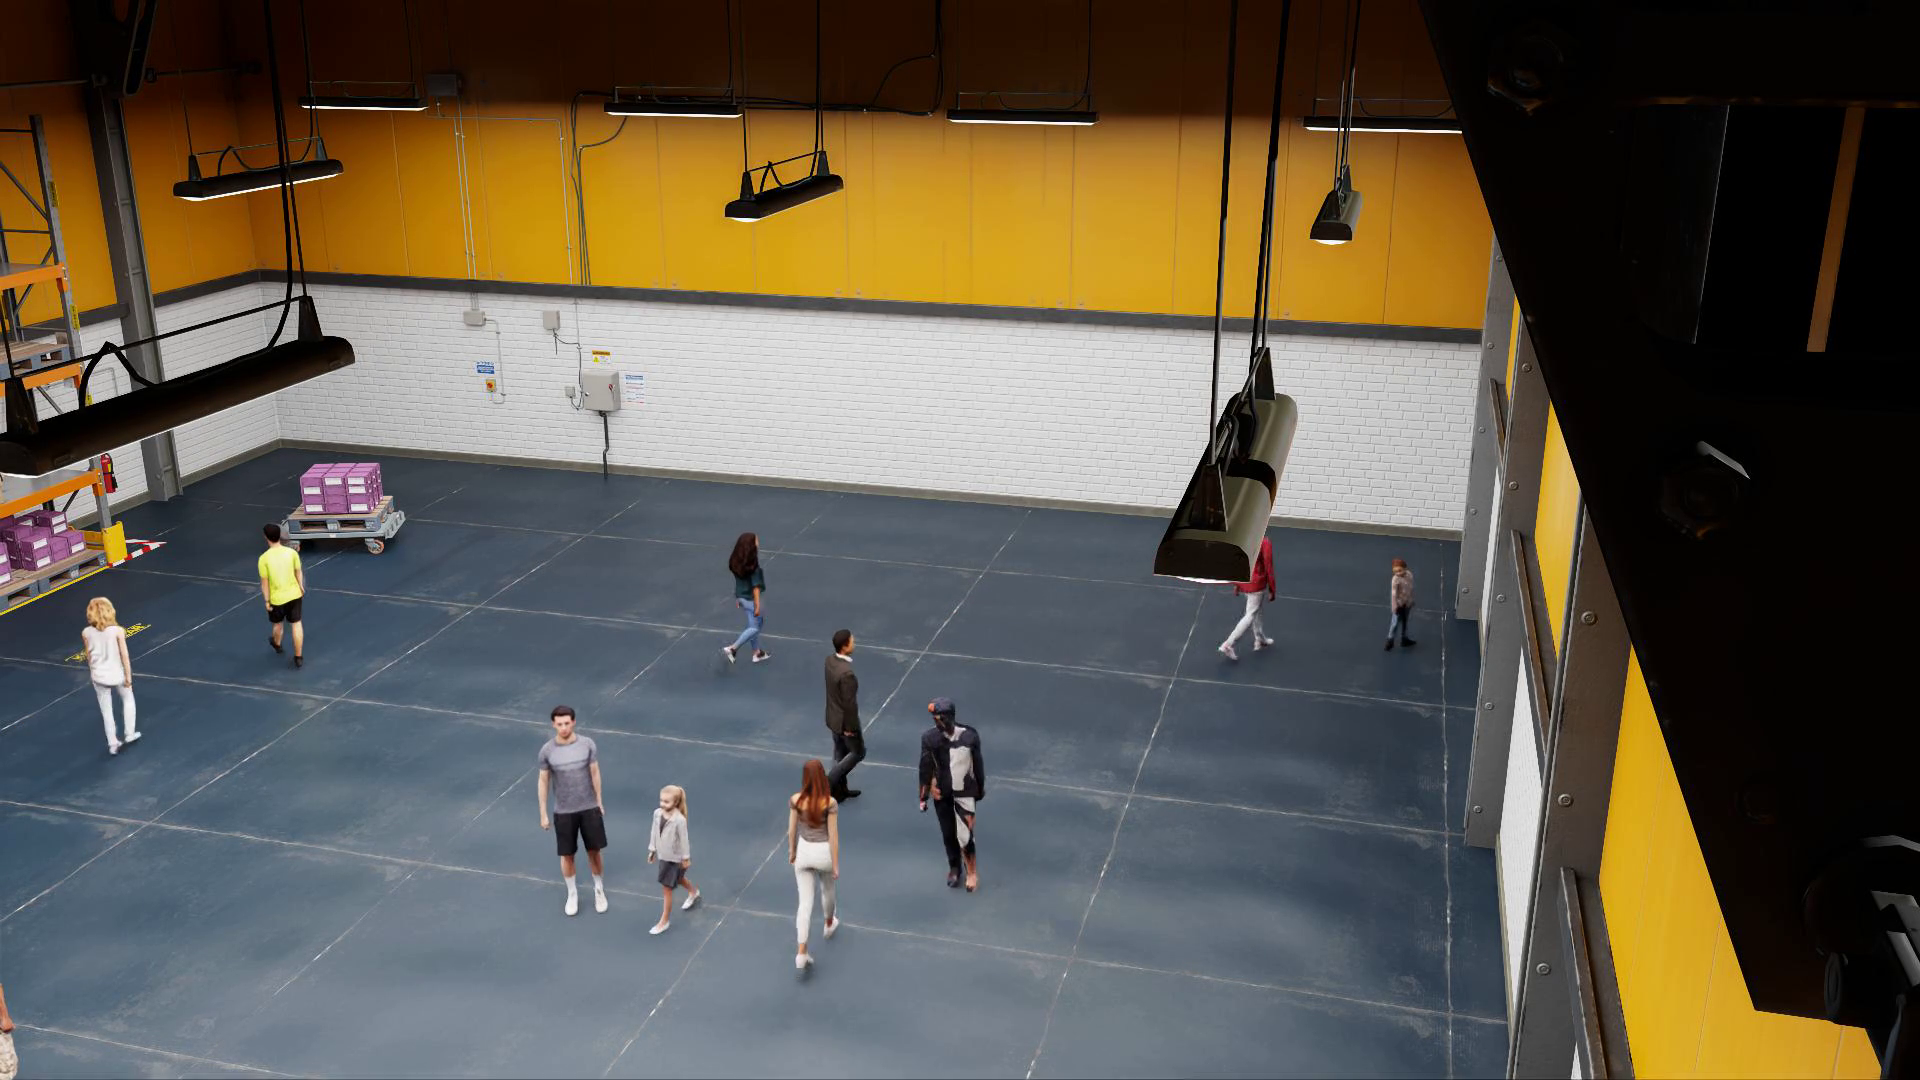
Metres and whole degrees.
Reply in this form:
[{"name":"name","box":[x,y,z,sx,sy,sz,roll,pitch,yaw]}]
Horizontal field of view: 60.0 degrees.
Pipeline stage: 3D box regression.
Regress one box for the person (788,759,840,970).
[{"name":"person","box":[-1.189,2.633,13.397,0.678,1.689,1.156,3,19,10]}]

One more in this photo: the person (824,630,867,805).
[{"name":"person","box":[-1.202,1.721,15.947,0.935,1.789,0.878,-12,22,-32]}]

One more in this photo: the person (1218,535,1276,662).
[{"name":"person","box":[3.368,0.533,19.449,1.270,1.806,1.143,-13,23,-34]}]

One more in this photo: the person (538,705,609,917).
[{"name":"person","box":[-3.299,2.263,14.225,0.800,1.862,0.806,-5,19,-14]}]

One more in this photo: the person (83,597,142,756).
[{"name":"person","box":[-8.763,1.418,17.065,0.743,1.651,0.804,-4,19,-12]}]

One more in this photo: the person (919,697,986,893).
[{"name":"person","box":[-0.022,2.183,14.478,0.741,1.852,0.748,-1,19,-3]}]

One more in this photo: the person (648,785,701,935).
[{"name":"person","box":[-2.402,2.638,14.069,0.741,1.250,0.952,15,24,37]}]

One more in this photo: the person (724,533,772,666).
[{"name":"person","box":[-2.489,0.713,19.236,1.009,1.602,0.874,-17,25,-40]}]

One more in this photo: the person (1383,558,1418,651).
[{"name":"person","box":[5.302,0.742,19.835,0.662,1.164,0.689,-14,23,-36]}]

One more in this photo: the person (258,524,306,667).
[{"name":"person","box":[-7.805,0.667,19.272,1.077,1.666,1.114,-11,22,-30]}]
